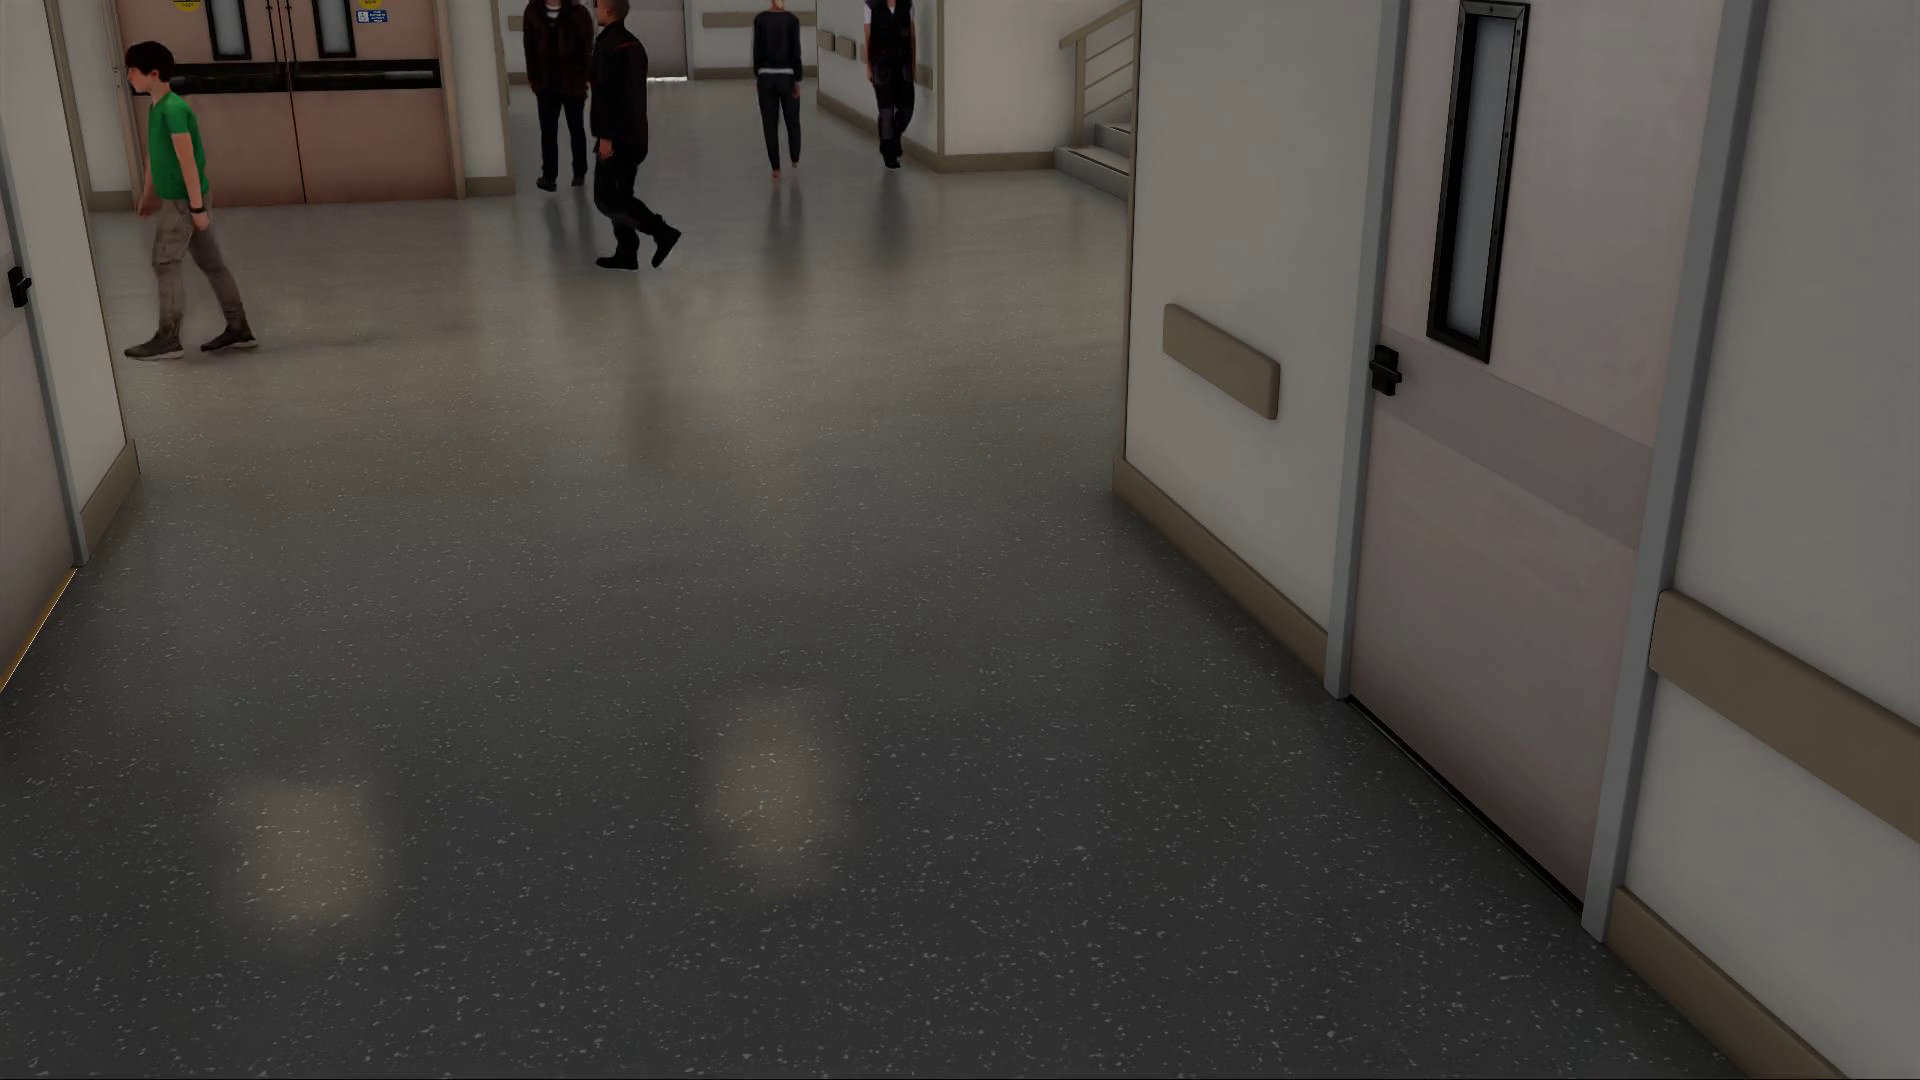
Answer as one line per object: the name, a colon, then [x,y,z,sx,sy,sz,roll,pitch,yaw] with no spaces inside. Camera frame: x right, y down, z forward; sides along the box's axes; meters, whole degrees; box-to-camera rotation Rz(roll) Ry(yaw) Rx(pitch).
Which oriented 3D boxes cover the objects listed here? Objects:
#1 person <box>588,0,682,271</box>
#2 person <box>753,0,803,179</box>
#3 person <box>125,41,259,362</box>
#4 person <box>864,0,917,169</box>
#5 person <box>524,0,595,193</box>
person: [-2.123,-2.640,10.739,1.017,1.847,0.935,3,21,7]
person: [-1.621,-4.050,14.683,1.022,1.691,0.828,0,21,-1]
person: [-3.998,-1.779,8.783,0.946,1.623,0.709,-11,23,-26]
person: [-0.672,-4.376,15.341,0.774,1.835,0.710,-6,22,-17]
person: [-3.350,-3.884,14.072,1.065,1.813,1.016,1,21,2]
